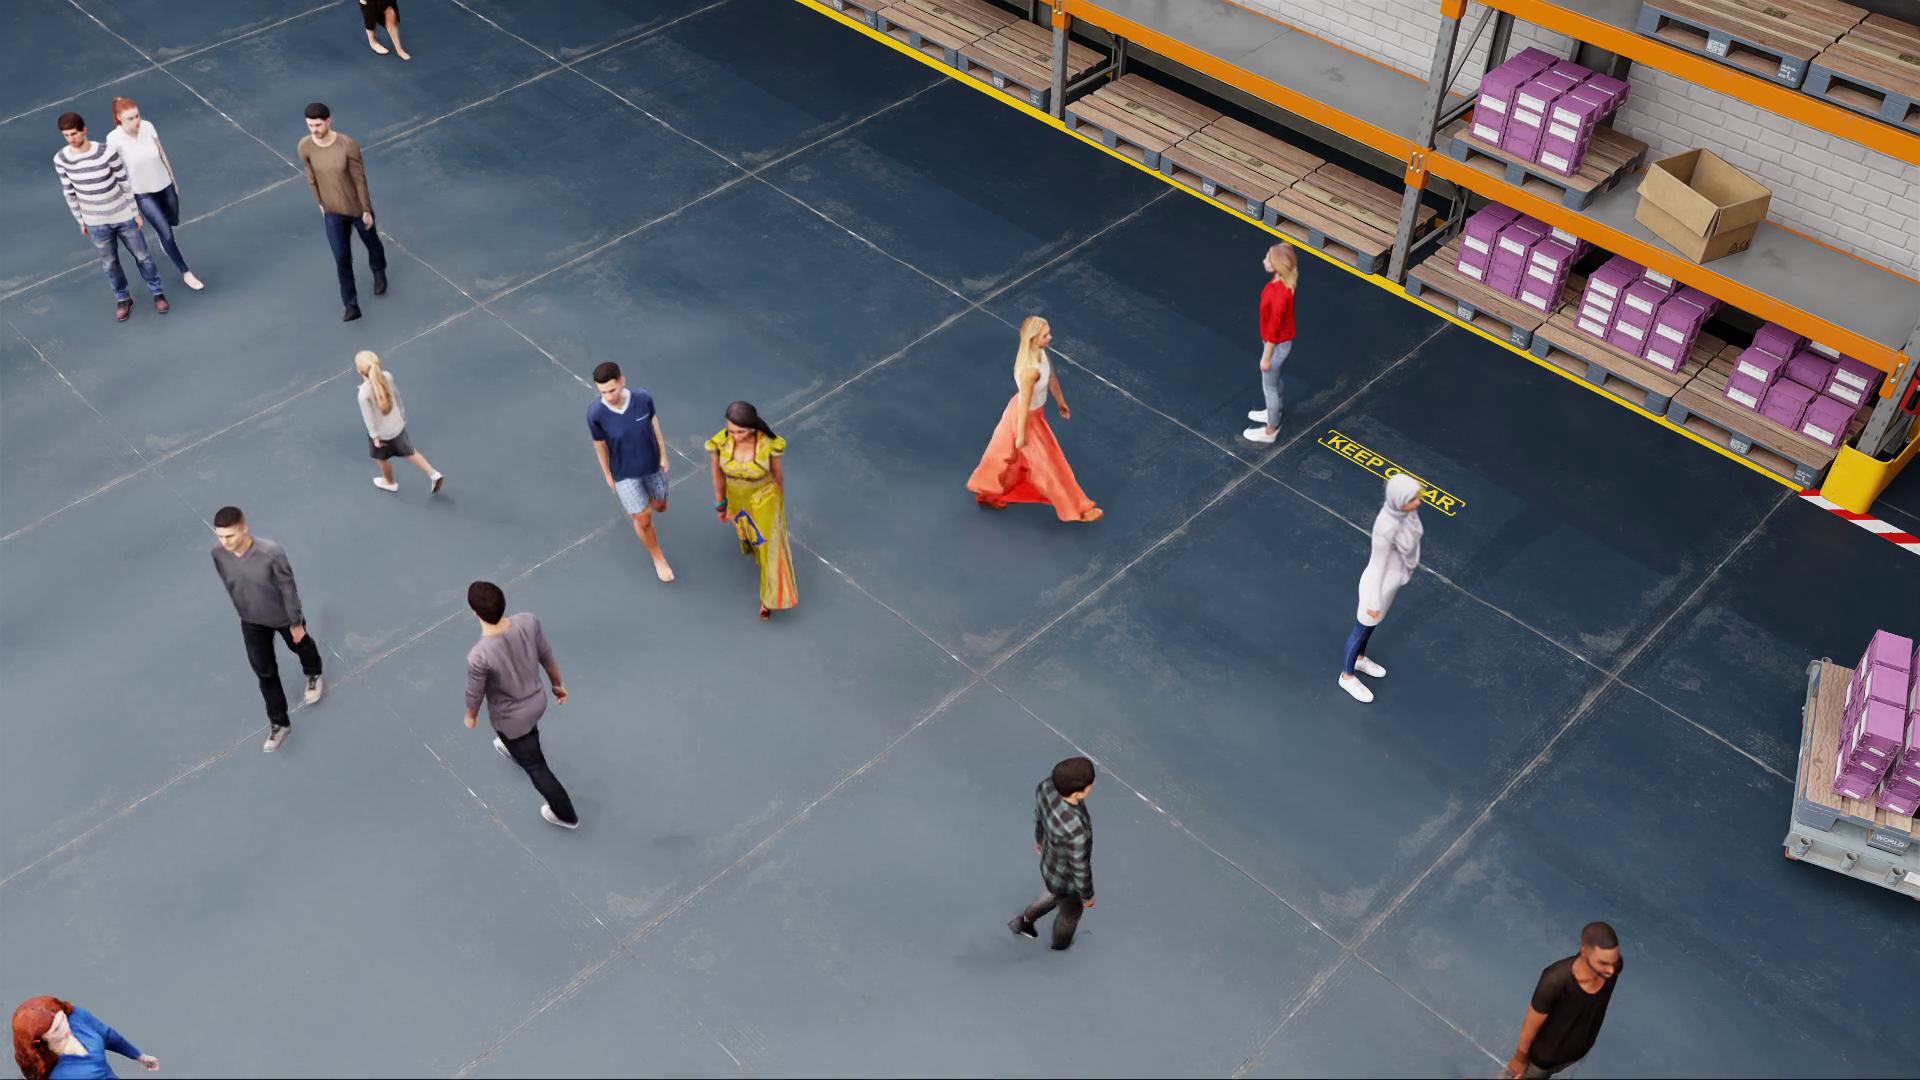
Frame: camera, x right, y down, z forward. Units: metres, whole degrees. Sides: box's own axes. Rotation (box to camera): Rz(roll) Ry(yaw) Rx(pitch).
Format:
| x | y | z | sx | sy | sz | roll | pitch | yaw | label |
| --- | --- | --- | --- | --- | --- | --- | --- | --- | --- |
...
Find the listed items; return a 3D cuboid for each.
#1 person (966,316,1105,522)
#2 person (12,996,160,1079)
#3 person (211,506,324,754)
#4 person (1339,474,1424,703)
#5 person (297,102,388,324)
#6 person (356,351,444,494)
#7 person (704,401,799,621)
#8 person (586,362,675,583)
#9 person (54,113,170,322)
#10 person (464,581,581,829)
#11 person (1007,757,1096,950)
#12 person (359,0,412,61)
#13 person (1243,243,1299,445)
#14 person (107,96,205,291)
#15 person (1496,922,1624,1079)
| x | y | z | sx | sy | sz | roll | pitch | yaw | label |
| --- | --- | --- | --- | --- | --- | --- | --- | --- | --- |
| 0.395 | -0.842 | 11.737 | 1.320 | 1.743 | 1.112 | 7 | 44 | 8 | person |
| -4.217 | 2.710 | 7.979 | 1.149 | 1.784 | 1.106 | -2 | 44 | -2 | person |
| -4.294 | 0.403 | 10.437 | 1.012 | 1.734 | 1.081 | -2 | 44 | -2 | person |
| 2.663 | 0.277 | 10.539 | 0.591 | 1.775 | 0.652 | 25 | 49 | 24 | person |
| -5.025 | -2.788 | 13.704 | 1.059 | 1.848 | 1.194 | -5 | 44 | -6 | person |
| -4.114 | -0.820 | 12.065 | 0.883 | 1.260 | 0.676 | 18 | 46 | 18 | person |
| -1.424 | -0.343 | 11.308 | 1.257 | 1.613 | 1.287 | 2 | 44 | 2 | person |
| -2.244 | -0.556 | 11.383 | 0.812 | 1.818 | 1.054 | -22 | 48 | -21 | person |
| -6.944 | -2.657 | 13.563 | 0.721 | 1.853 | 0.706 | -12 | 45 | -12 | person |
| -2.506 | 1.016 | 9.733 | 1.139 | 1.817 | 0.844 | 22 | 48 | 22 | person |
| 0.515 | 1.804 | 9.162 | 0.880 | 1.702 | 0.840 | -11 | 45 | -11 | person |
| -6.027 | -5.673 | 16.918 | 0.814 | 1.592 | 0.577 | 27 | 50 | 26 | person |
| 2.360 | -1.474 | 12.432 | 0.714 | 1.700 | 0.701 | 9 | 44 | 10 | person |
| -6.832 | -2.960 | 13.985 | 1.062 | 1.710 | 0.612 | 32 | 52 | 29 | person |
| 2.957 | 2.441 | 8.247 | 0.713 | 1.805 | 0.659 | -17 | 46 | -17 | person |
